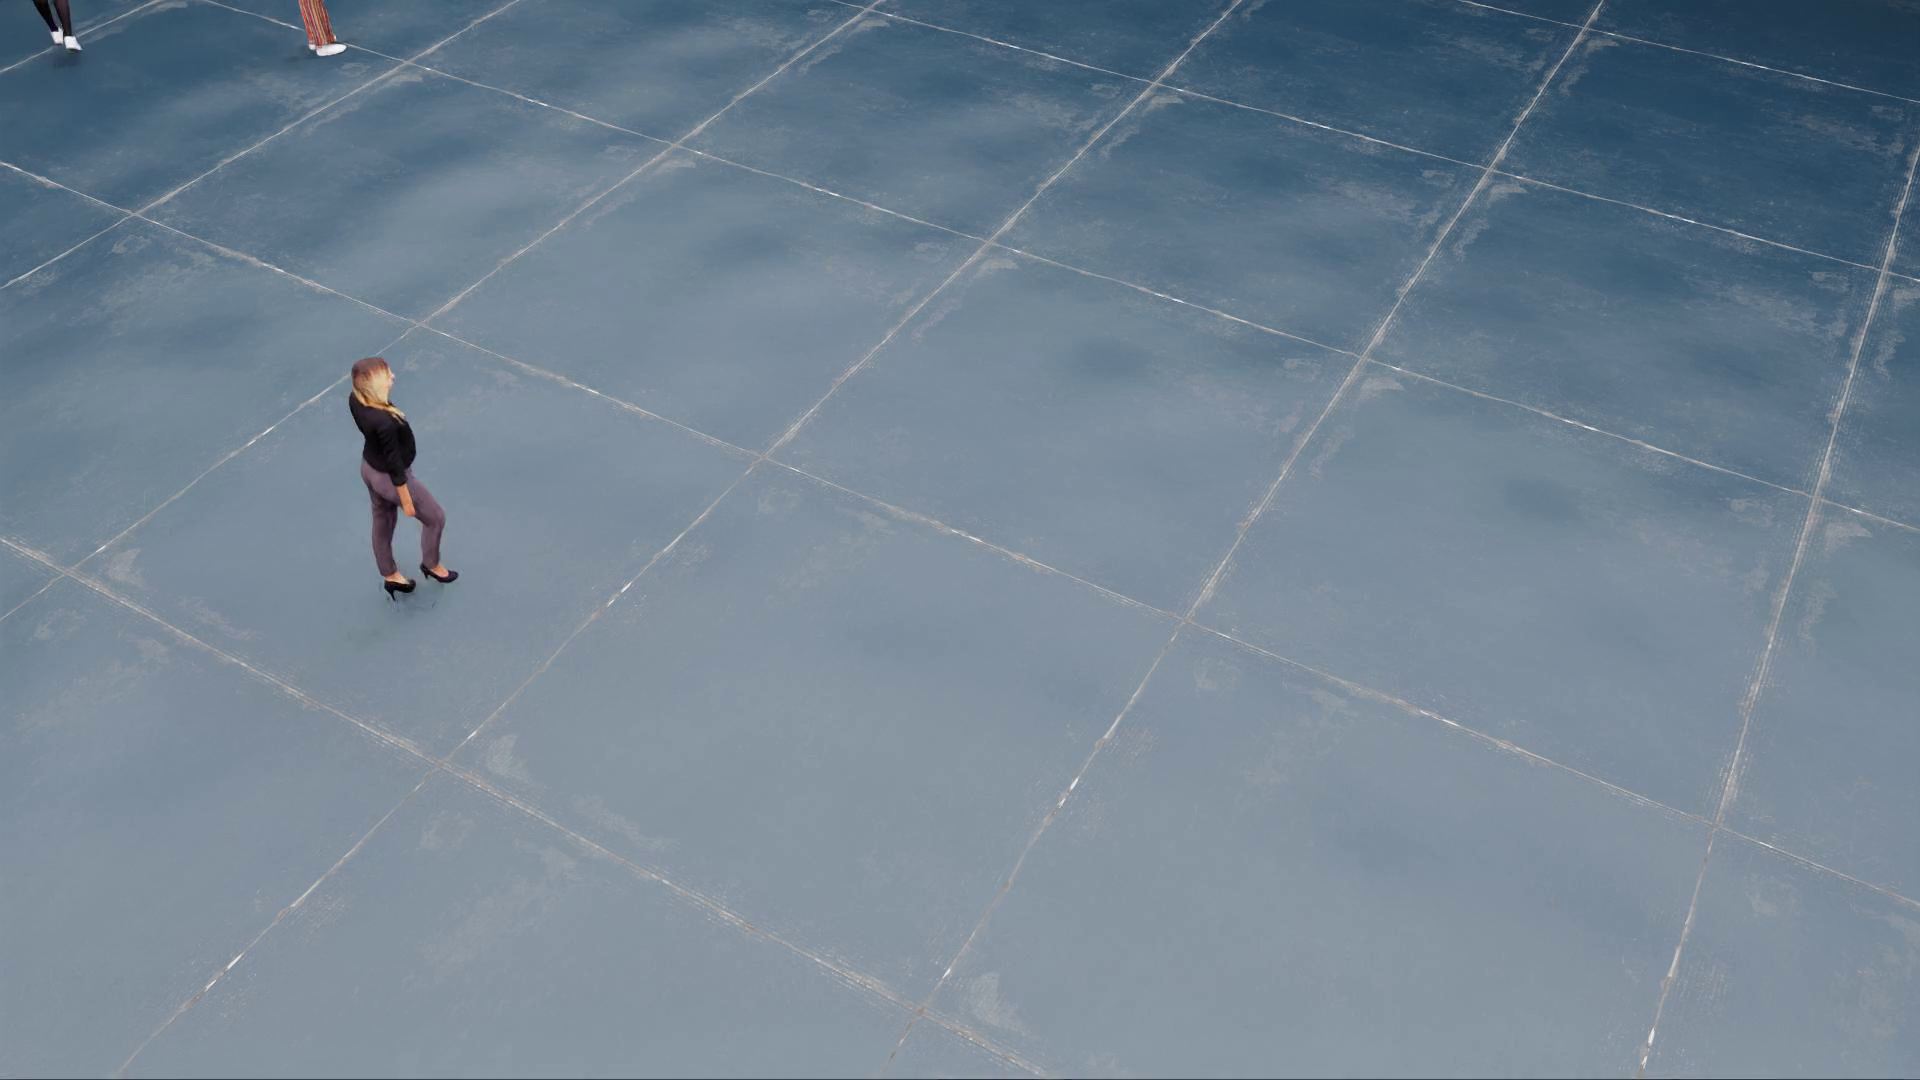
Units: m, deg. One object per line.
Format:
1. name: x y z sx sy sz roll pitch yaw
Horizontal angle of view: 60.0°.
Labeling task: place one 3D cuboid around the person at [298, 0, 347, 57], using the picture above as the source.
1. person: -5.784 -5.068 14.645 0.631 1.561 0.631 -25 48 -25

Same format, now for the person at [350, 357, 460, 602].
1. person: -3.247 -0.282 9.307 0.725 1.654 0.718 28 49 27
